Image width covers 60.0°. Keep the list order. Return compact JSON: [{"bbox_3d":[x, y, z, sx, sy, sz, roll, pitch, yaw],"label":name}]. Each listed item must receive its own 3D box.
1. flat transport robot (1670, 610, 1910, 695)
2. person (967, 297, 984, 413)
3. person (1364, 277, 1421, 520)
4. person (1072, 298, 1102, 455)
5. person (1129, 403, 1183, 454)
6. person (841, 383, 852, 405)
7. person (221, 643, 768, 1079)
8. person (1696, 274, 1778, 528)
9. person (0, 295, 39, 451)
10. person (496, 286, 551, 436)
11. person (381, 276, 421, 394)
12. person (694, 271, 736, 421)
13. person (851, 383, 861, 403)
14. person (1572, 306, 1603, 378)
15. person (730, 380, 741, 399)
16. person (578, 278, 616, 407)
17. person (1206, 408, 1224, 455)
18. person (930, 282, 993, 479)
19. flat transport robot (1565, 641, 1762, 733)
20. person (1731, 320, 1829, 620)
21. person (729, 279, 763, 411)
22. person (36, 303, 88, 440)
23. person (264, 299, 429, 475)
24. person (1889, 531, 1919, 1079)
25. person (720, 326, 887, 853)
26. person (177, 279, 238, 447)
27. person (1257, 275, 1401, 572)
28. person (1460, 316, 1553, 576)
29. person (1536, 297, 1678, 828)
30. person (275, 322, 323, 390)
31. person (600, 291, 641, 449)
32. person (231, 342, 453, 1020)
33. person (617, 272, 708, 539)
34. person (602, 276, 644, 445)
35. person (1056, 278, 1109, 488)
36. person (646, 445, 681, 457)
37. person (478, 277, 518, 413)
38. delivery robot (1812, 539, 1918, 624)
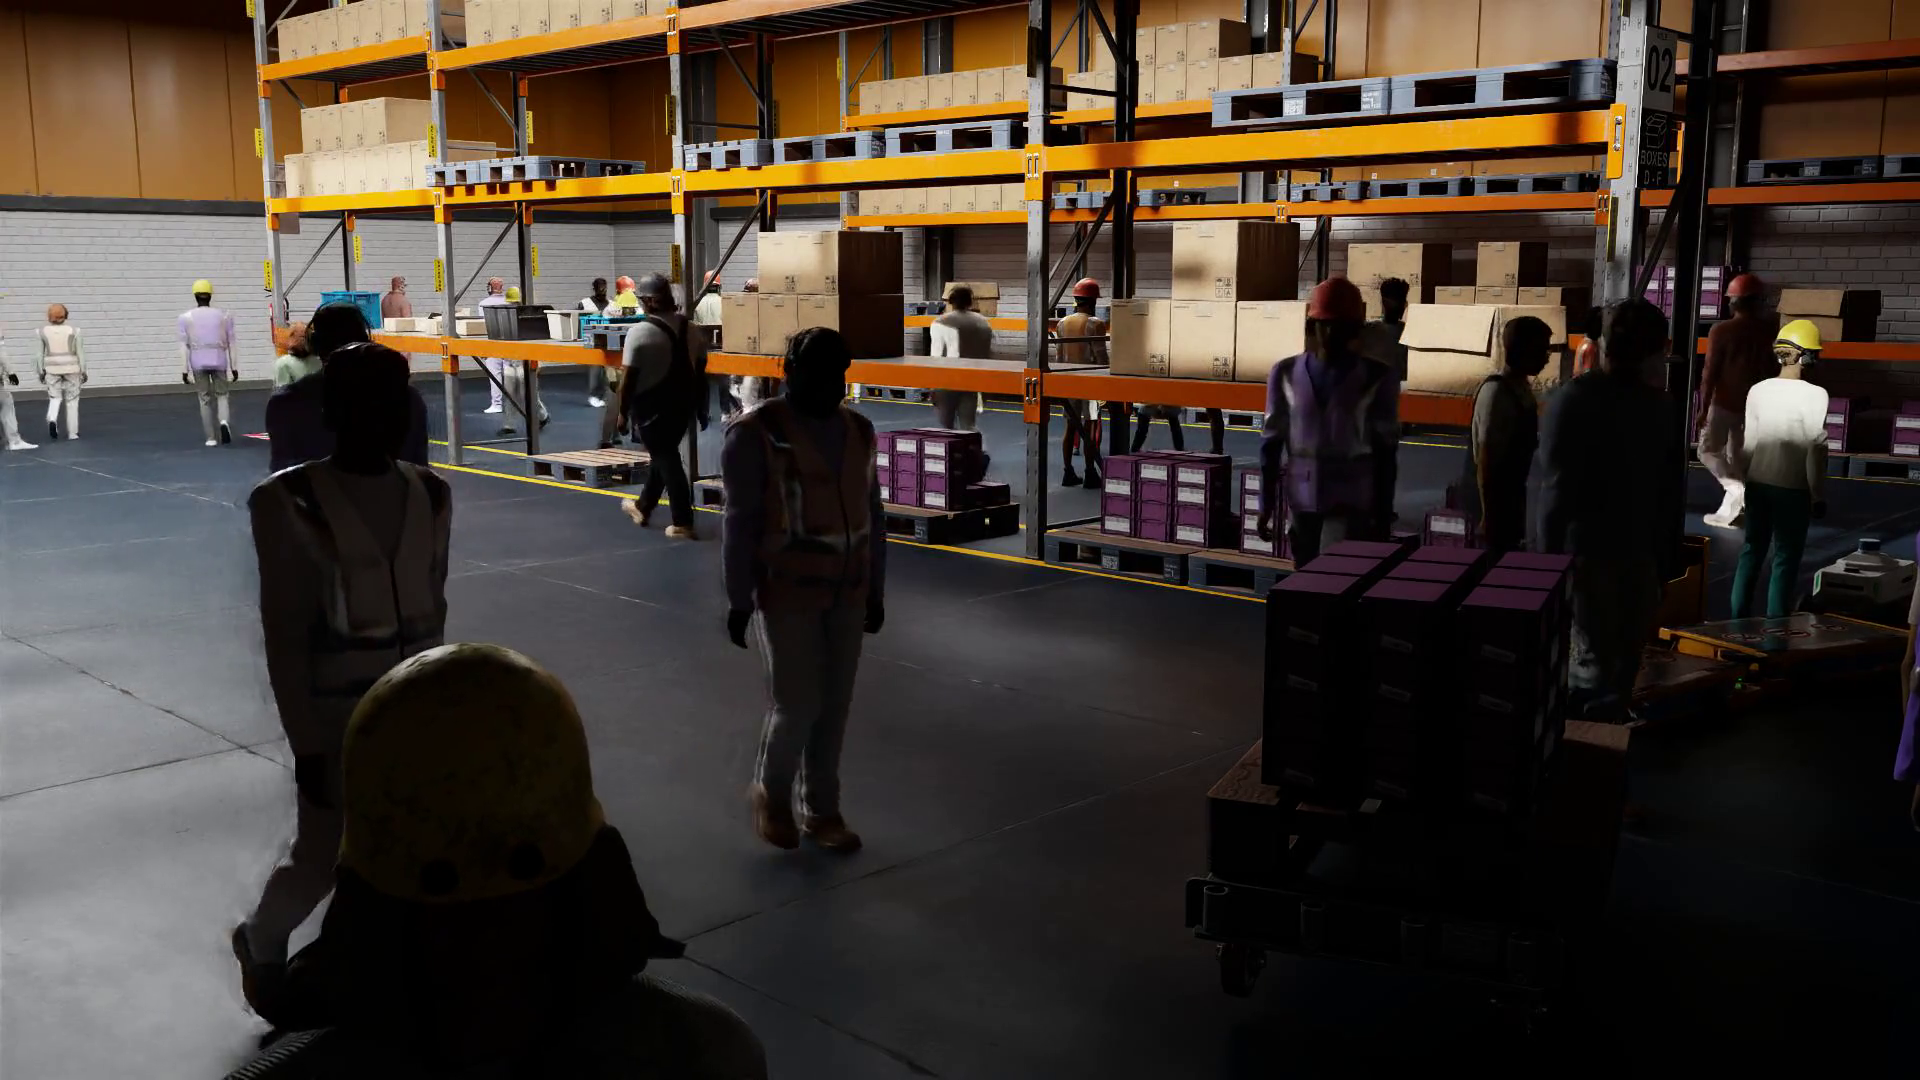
[{"bbox_3d":[4.162,0.545,8.284,1.431,0.197,0.652,-4,10,-23],"label":"flat transport robot"},{"bbox_3d":[0.164,-2.587,23.342,0.496,1.627,0.270,-4,10,-24],"label":"person"},{"bbox_3d":[3.448,-1.108,13.263,0.633,1.951,0.506,-4,10,-24],"label":"person"},{"bbox_3d":[1.330,-1.799,18.083,0.524,1.769,0.326,-3,10,-15],"label":"person"},{"bbox_3d":[1.941,-1.522,16.689,0.545,1.653,0.840,-8,13,-42],"label":"person"},{"bbox_3d":[-1.370,-1.930,18.224,0.631,2.004,1.003,-7,12,-36],"label":"person"},{"bbox_3d":[-0.371,0.935,1.389,0.488,1.743,0.317,-5,10,-26],"label":"person"},{"bbox_3d":[6.024,-1.051,12.843,0.647,1.979,0.551,-2,10,-13],"label":"person"},{"bbox_3d":[-10.673,-1.874,18.183,0.596,1.891,0.939,8,12,41],"label":"person"},{"bbox_3d":[-5.345,-2.171,20.227,0.602,1.816,0.679,6,11,35],"label":"person"},{"bbox_3d":[-8.949,-3.263,26.638,0.651,1.904,0.403,7,11,36],"label":"person"},{"bbox_3d":[-3.262,-2.568,22.092,0.621,1.996,0.373,1,9,8],"label":"person"},{"bbox_3d":[-1.711,-2.984,24.982,0.572,1.887,0.356,-5,10,-27],"label":"person"},{"bbox_3d":[5.507,-1.192,14.574,0.318,1.696,0.537,2,9,12],"label":"person"},{"bbox_3d":[-3.284,-3.006,26.008,0.510,1.593,0.832,8,12,40],"label":"person"},{"bbox_3d":[-5.272,-2.867,24.251,0.676,1.888,0.625,-8,12,-39],"label":"person"},{"bbox_3d":[2.552,-1.703,16.969,0.364,1.935,0.553,3,10,15],"label":"person"},{"bbox_3d":[0.041,-1.438,15.456,0.631,1.909,0.799,-4,10,-25],"label":"person"},{"bbox_3d":[2.928,0.674,7.492,1.431,0.197,0.652,-7,11,-36],"label":"flat transport robot"},{"bbox_3d":[4.355,-0.276,8.786,0.347,1.761,0.530,-3,10,-16],"label":"person"},{"bbox_3d":[-2.291,-1.912,18.386,0.401,1.909,0.680,7,12,38],"label":"person"},{"bbox_3d":[-10.531,-1.960,19.506,0.518,1.627,0.480,-2,10,-15],"label":"person"},{"bbox_3d":[-2.361,0.012,6.550,0.635,1.914,0.807,-7,12,-36],"label":"person"},{"bbox_3d":[2.165,0.551,3.431,0.372,1.843,0.570,-2,9,-9],"label":"person"},{"bbox_3d":[-0.505,0.186,5.717,0.654,1.827,0.447,-9,13,-42],"label":"person"},{"bbox_3d":[-8.495,-1.987,18.799,0.599,1.904,0.521,-5,11,-30],"label":"person"},{"bbox_3d":[1.695,-0.206,7.628,0.615,2.000,0.981,5,11,29],"label":"person"},{"bbox_3d":[2.518,-0.187,8.089,0.687,1.805,0.567,6,11,34],"label":"person"},{"bbox_3d":[2.341,0.079,6.074,0.645,1.921,0.485,-5,11,-29],"label":"person"},{"bbox_3d":[-5.314,-0.978,13.563,0.872,1.583,0.521,6,11,33],"label":"person"},{"bbox_3d":[-3.635,-1.812,18.121,0.926,1.787,0.624,7,12,38],"label":"person"},{"bbox_3d":[-1.544,0.423,4.221,0.891,1.857,0.568,7,12,38],"label":"person"},{"bbox_3d":[-2.334,-1.045,12.619,1.021,2.000,0.705,7,12,37],"label":"person"},{"bbox_3d":[-3.851,-2.071,19.219,0.542,1.939,0.363,-5,11,-29],"label":"person"},{"bbox_3d":[1.154,-1.446,15.395,0.552,1.935,0.360,8,12,41],"label":"person"},{"bbox_3d":[-3.058,-1.577,17.239,0.858,1.595,0.522,8,12,40],"label":"person"},{"bbox_3d":[-6.502,-2.734,23.386,0.399,1.908,0.643,7,12,39],"label":"person"},{"bbox_3d":[4.917,0.236,9.024,0.707,0.478,0.477,-9,13,-44],"label":"delivery robot"}]
